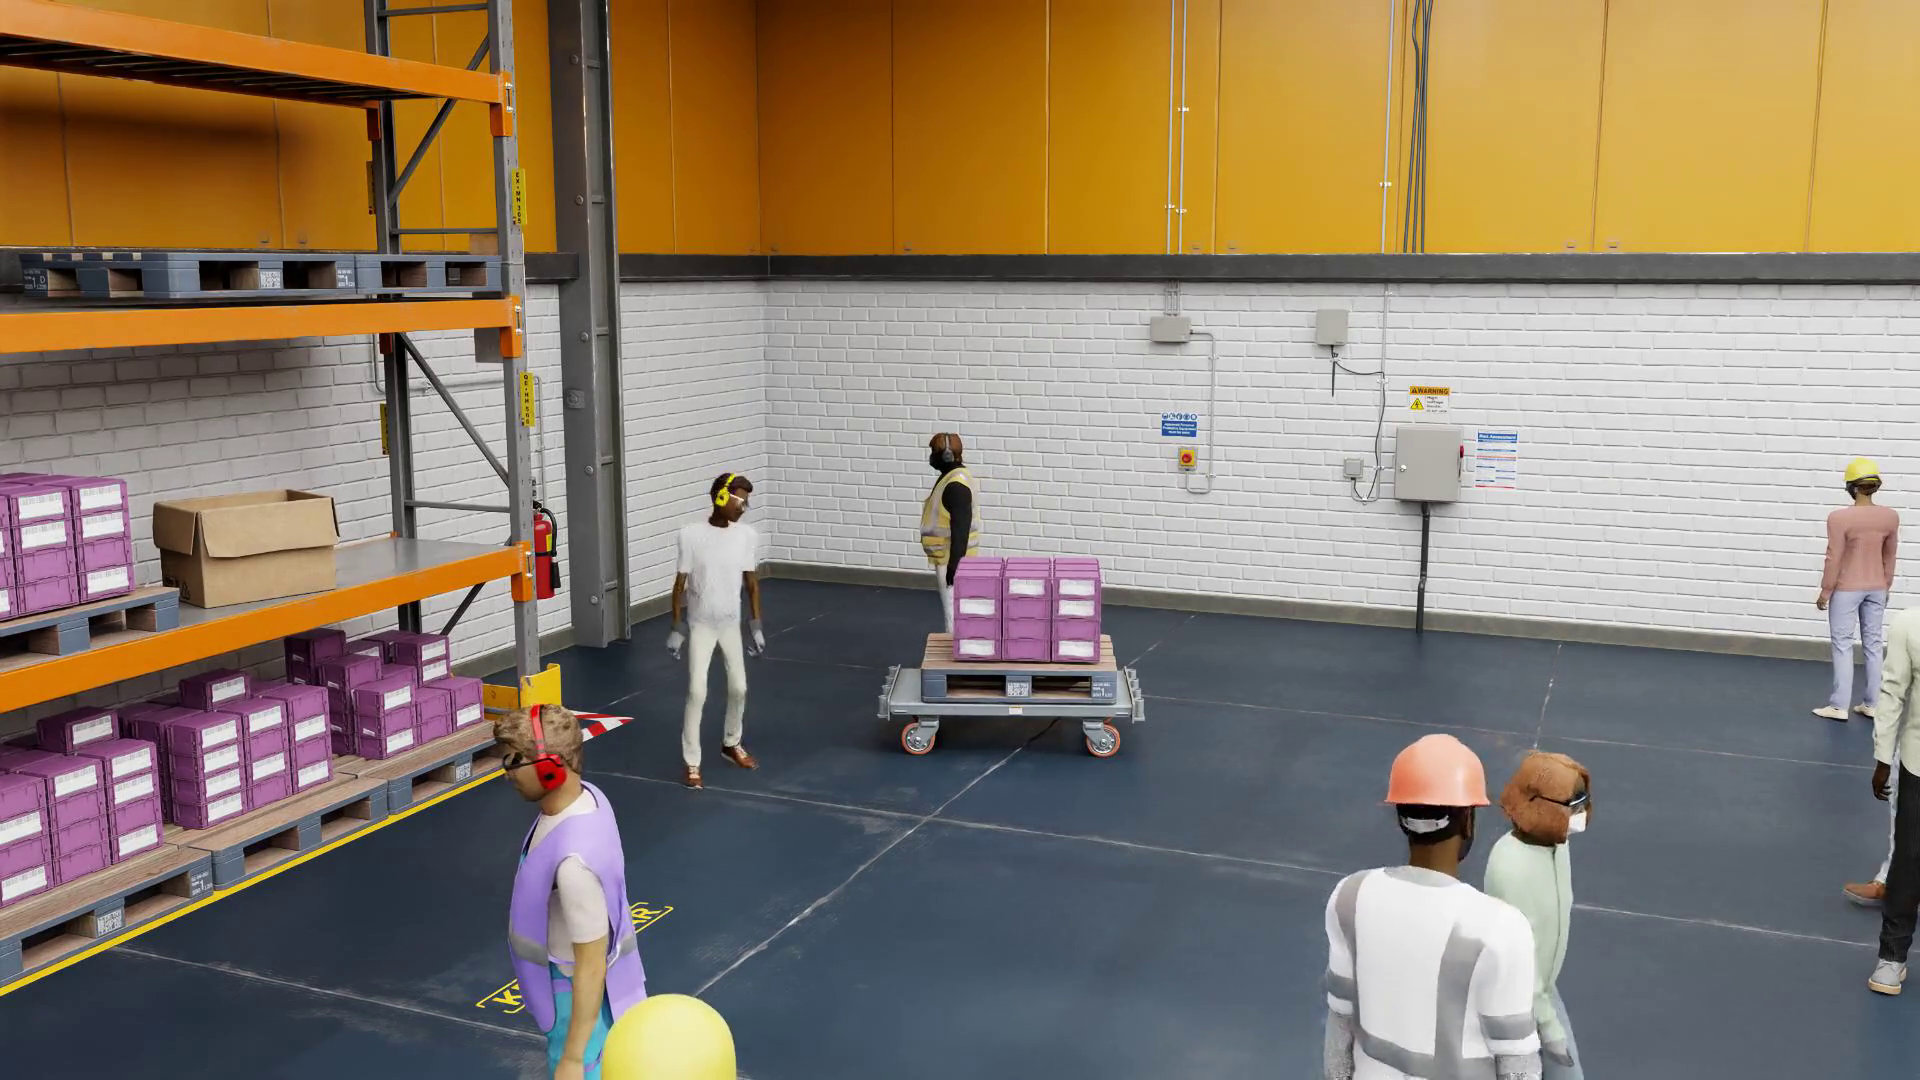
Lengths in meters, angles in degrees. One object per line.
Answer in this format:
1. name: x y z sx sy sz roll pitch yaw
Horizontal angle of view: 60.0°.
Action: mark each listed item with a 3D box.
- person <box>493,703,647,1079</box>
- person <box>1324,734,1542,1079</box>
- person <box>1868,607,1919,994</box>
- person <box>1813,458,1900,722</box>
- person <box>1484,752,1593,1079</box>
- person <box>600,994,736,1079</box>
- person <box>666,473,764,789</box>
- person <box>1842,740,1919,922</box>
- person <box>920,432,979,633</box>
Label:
1. person: -1.080 1.351 4.714 0.391 1.837 0.563 -3 10 -15
2. person: 1.061 1.440 4.013 0.809 1.895 0.589 -7 12 -35
3. person: 4.082 0.927 6.810 0.623 1.990 0.398 5 11 29
4. person: 5.972 0.332 11.108 0.533 1.765 0.329 -2 10 -10
5. person: 1.731 1.413 5.102 0.852 1.581 0.494 9 13 44
6. person: -0.451 1.642 2.669 0.587 1.930 0.359 -2 10 -11
7. person: -1.480 0.513 9.821 0.598 1.834 0.453 -6 11 -31
8. person: 4.422 0.832 7.579 0.672 1.923 0.662 2 10 10
9. person: -0.078 0.132 12.095 0.429 1.839 0.633 -1 9 -4
